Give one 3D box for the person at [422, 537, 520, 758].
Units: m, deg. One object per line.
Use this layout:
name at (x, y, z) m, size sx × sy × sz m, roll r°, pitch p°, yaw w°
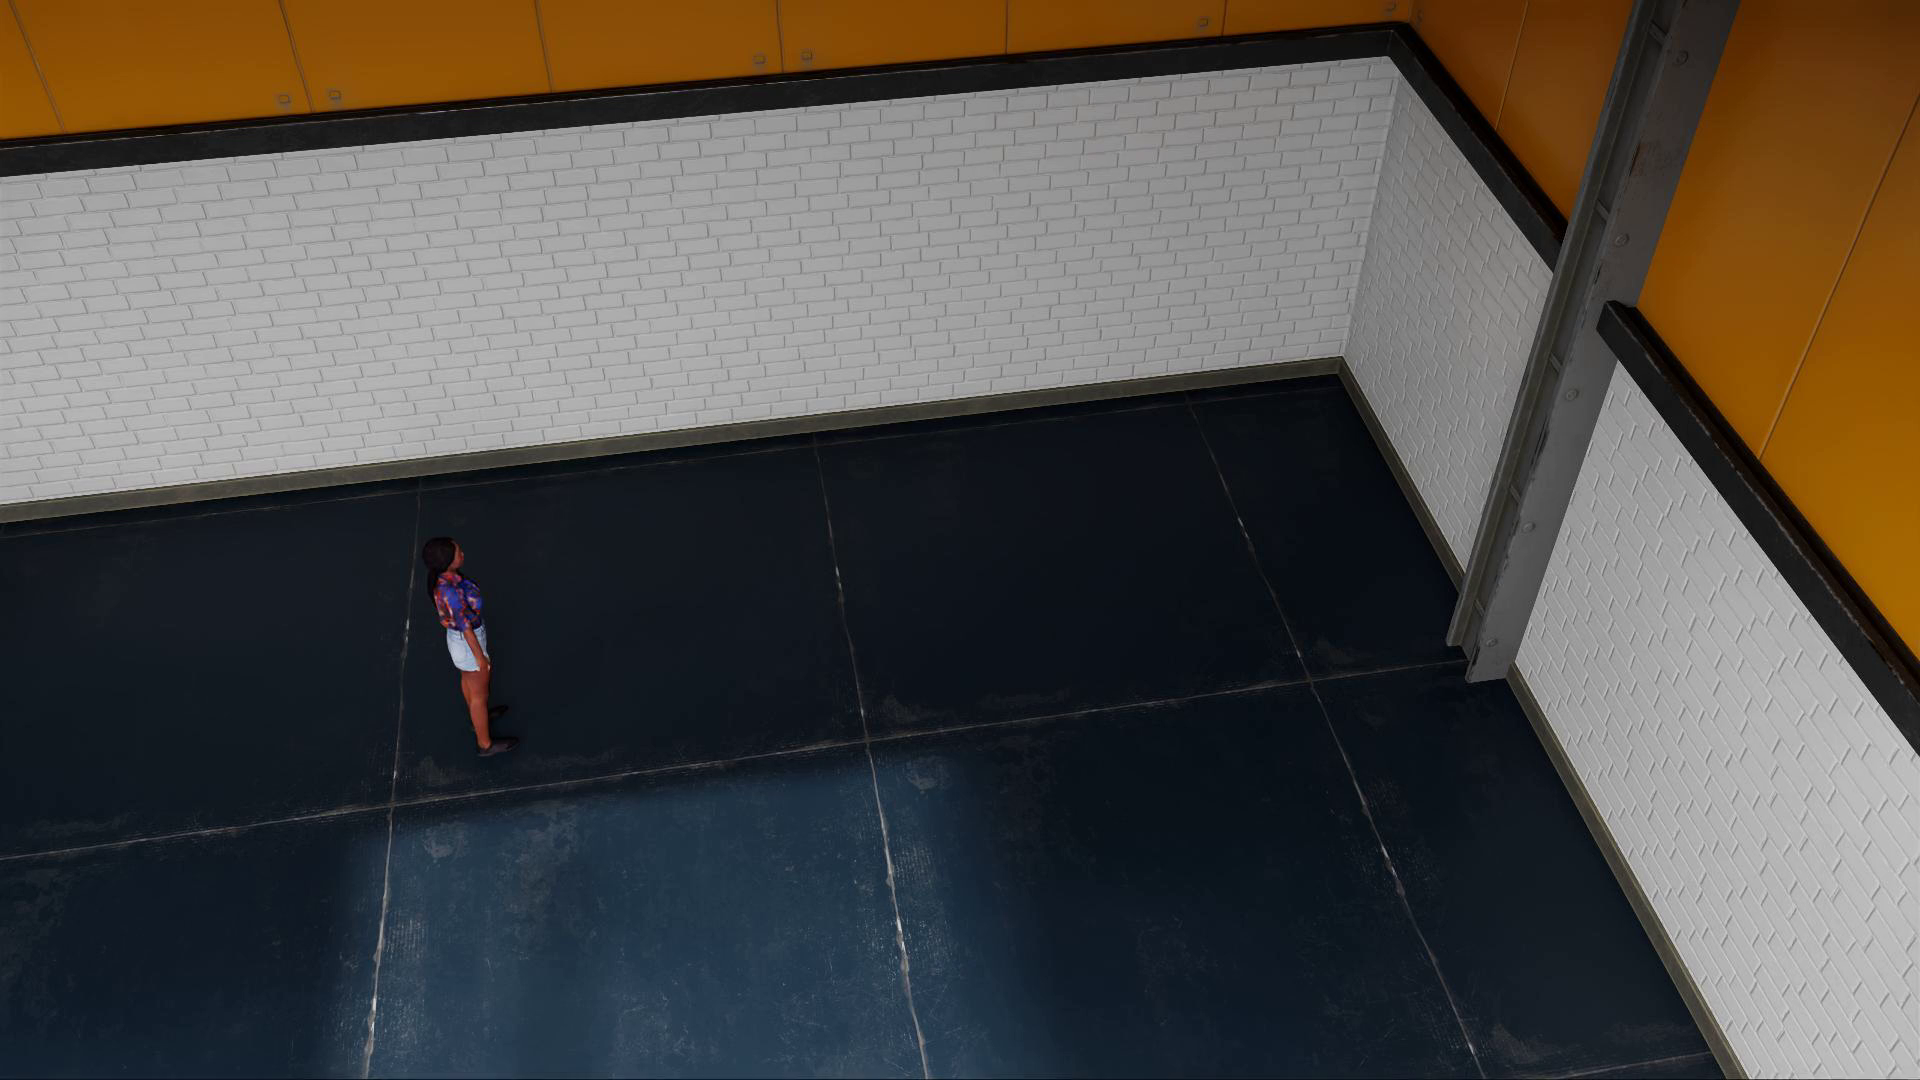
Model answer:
person at (-3.036, 0.638, 10.218) m, size 0.701 × 1.741 × 0.559 m, roll -19°, pitch 47°, yaw -19°
